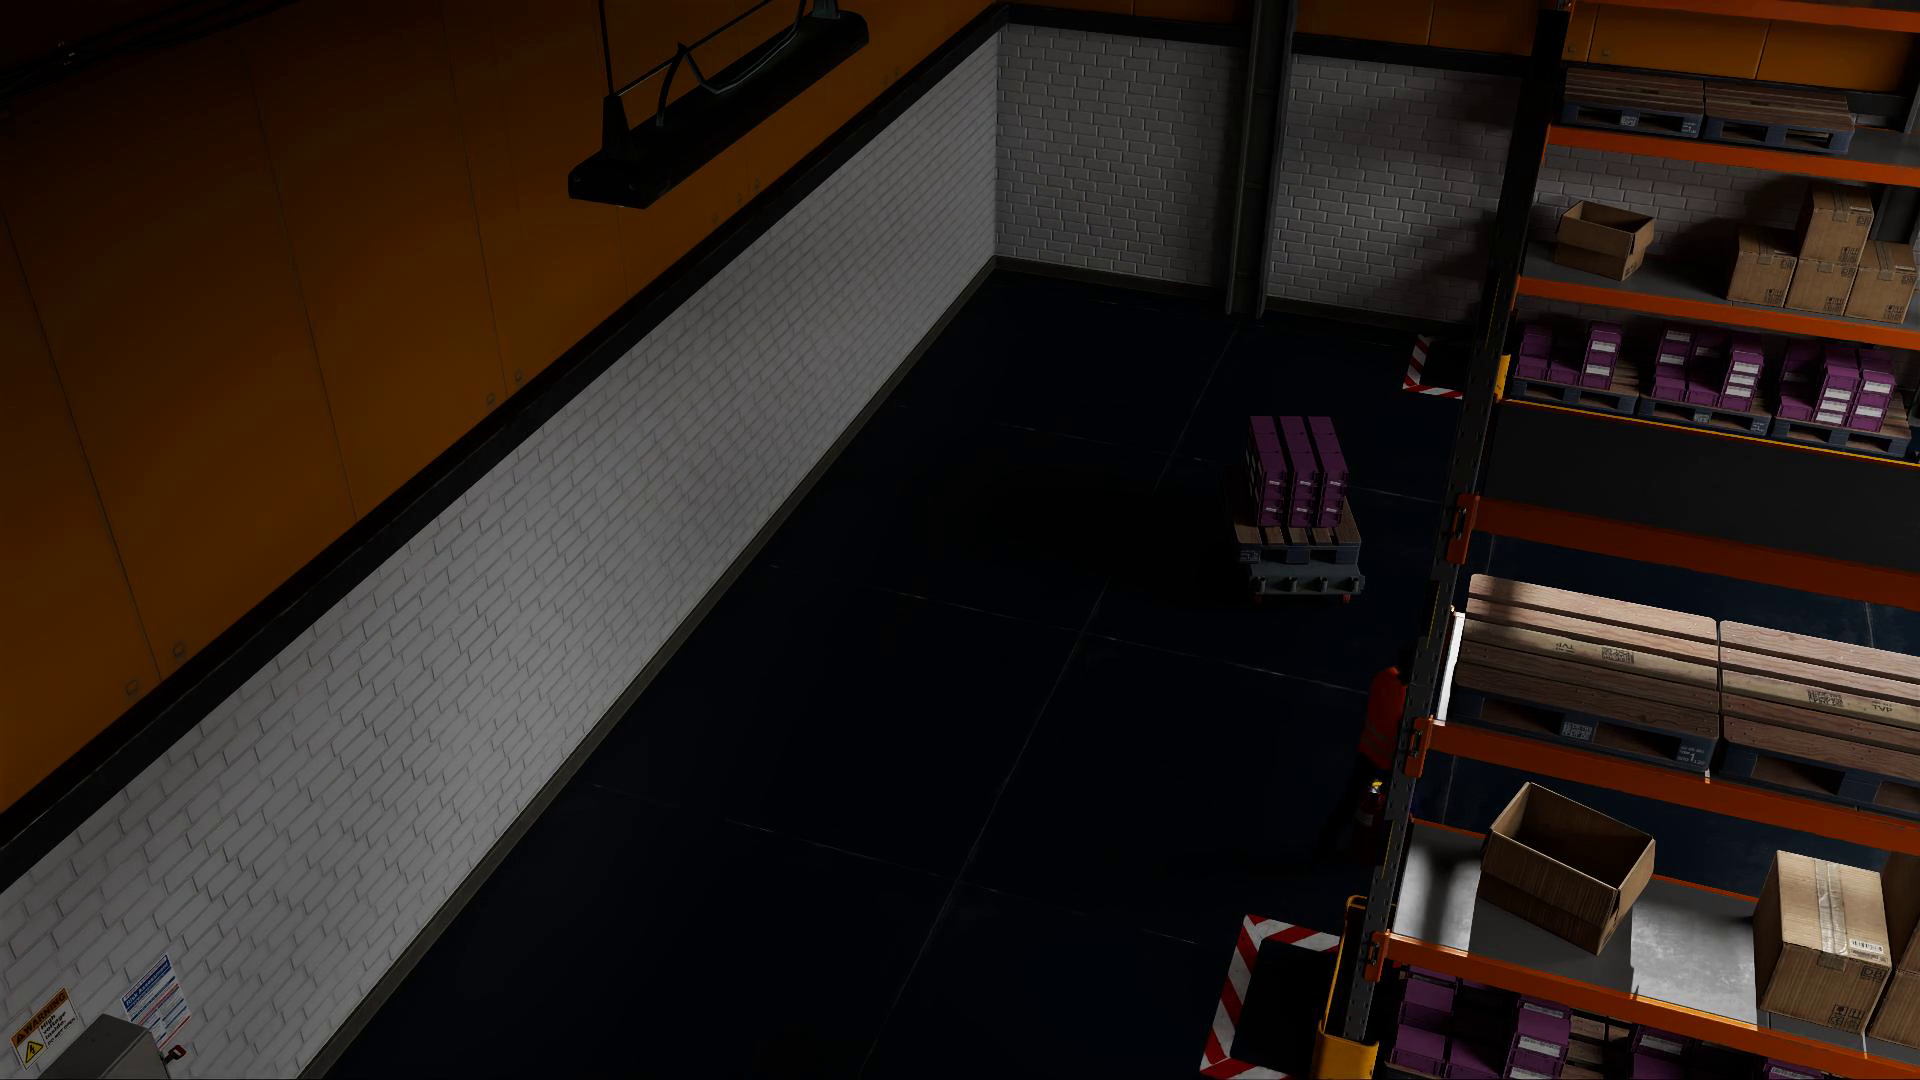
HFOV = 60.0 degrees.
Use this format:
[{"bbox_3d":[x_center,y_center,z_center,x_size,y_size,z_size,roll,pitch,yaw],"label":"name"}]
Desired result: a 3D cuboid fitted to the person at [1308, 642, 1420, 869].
[{"bbox_3d":[2.670,1.436,10.756,1.257,1.840,1.145,-11,35,-17],"label":"person"}]
